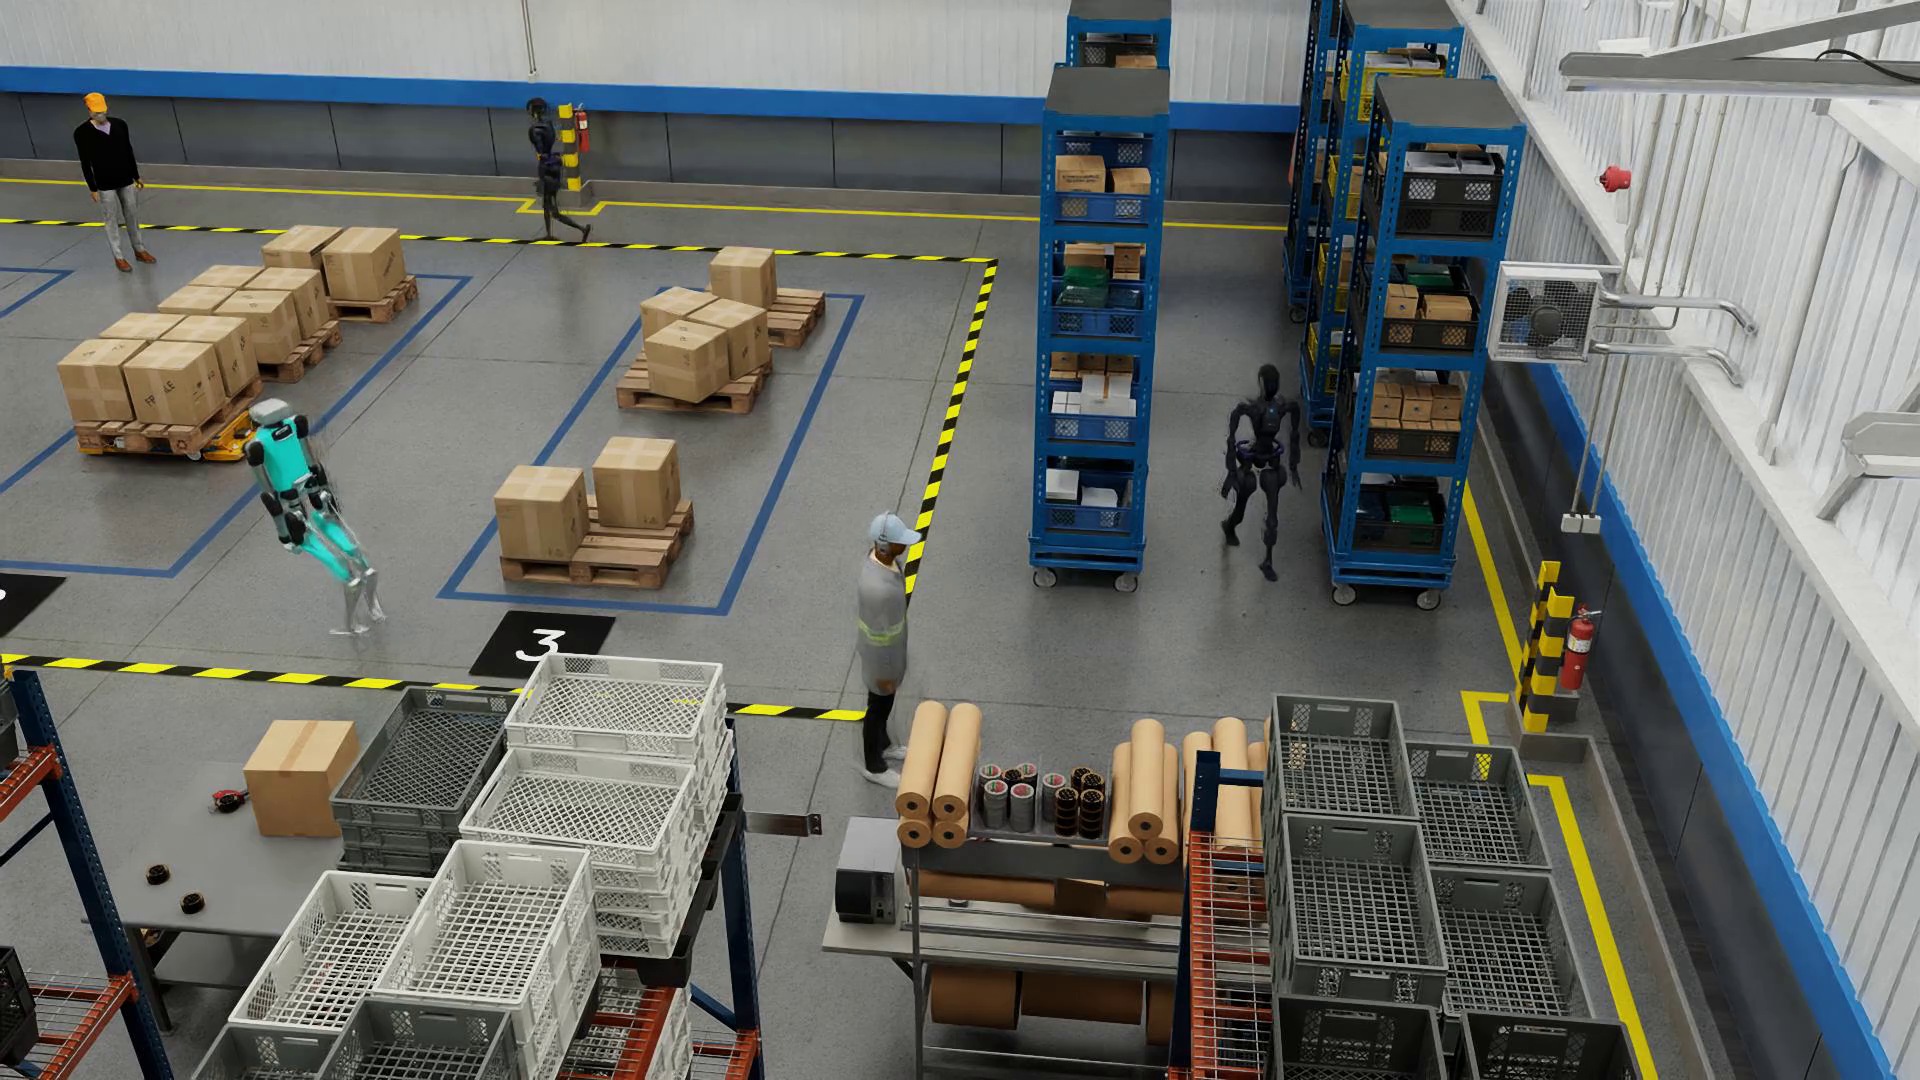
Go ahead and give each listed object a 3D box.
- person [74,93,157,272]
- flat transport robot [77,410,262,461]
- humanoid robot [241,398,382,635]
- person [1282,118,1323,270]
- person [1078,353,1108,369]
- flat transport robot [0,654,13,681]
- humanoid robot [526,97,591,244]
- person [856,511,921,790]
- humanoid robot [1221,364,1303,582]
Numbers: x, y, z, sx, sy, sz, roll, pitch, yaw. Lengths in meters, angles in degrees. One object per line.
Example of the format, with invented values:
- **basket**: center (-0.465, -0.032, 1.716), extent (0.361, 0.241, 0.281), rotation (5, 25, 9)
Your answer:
- **person**: center (-8.933, -3.791, 17.582), extent (0.379, 1.881, 0.589), rotation (19, 35, 29)
- **flat transport robot**: center (-6.728, -0.944, 14.268), extent (1.431, 0.197, 0.652), rotation (3, 30, 6)
- **humanoid robot**: center (-4.330, -0.124, 11.412), extent (0.782, 1.738, 0.617), rotation (12, 32, 19)
- **person**: center (3.647, -3.791, 17.512), extent (0.369, 1.958, 0.595), rotation (6, 31, 11)
- **person**: center (1.096, -1.132, 12.966), extent (0.372, 1.933, 0.627), rotation (-10, 32, -16)
- **flat transport robot**: center (-7.142, 0.969, 11.010), extent (1.431, 0.231, 0.659), rotation (3, 30, 6)
- **humanoid robot**: center (-4.435, -4.049, 18.237), extent (0.634, 1.634, 0.591), rotation (-2, 30, -3)
- **person**: center (-0.420, 0.643, 9.995), extent (0.395, 1.850, 0.596), rotation (2, 30, 4)
- **humanoid robot**: center (2.220, -0.557, 12.271), extent (0.601, 1.643, 0.729), rotation (-4, 30, -7)
